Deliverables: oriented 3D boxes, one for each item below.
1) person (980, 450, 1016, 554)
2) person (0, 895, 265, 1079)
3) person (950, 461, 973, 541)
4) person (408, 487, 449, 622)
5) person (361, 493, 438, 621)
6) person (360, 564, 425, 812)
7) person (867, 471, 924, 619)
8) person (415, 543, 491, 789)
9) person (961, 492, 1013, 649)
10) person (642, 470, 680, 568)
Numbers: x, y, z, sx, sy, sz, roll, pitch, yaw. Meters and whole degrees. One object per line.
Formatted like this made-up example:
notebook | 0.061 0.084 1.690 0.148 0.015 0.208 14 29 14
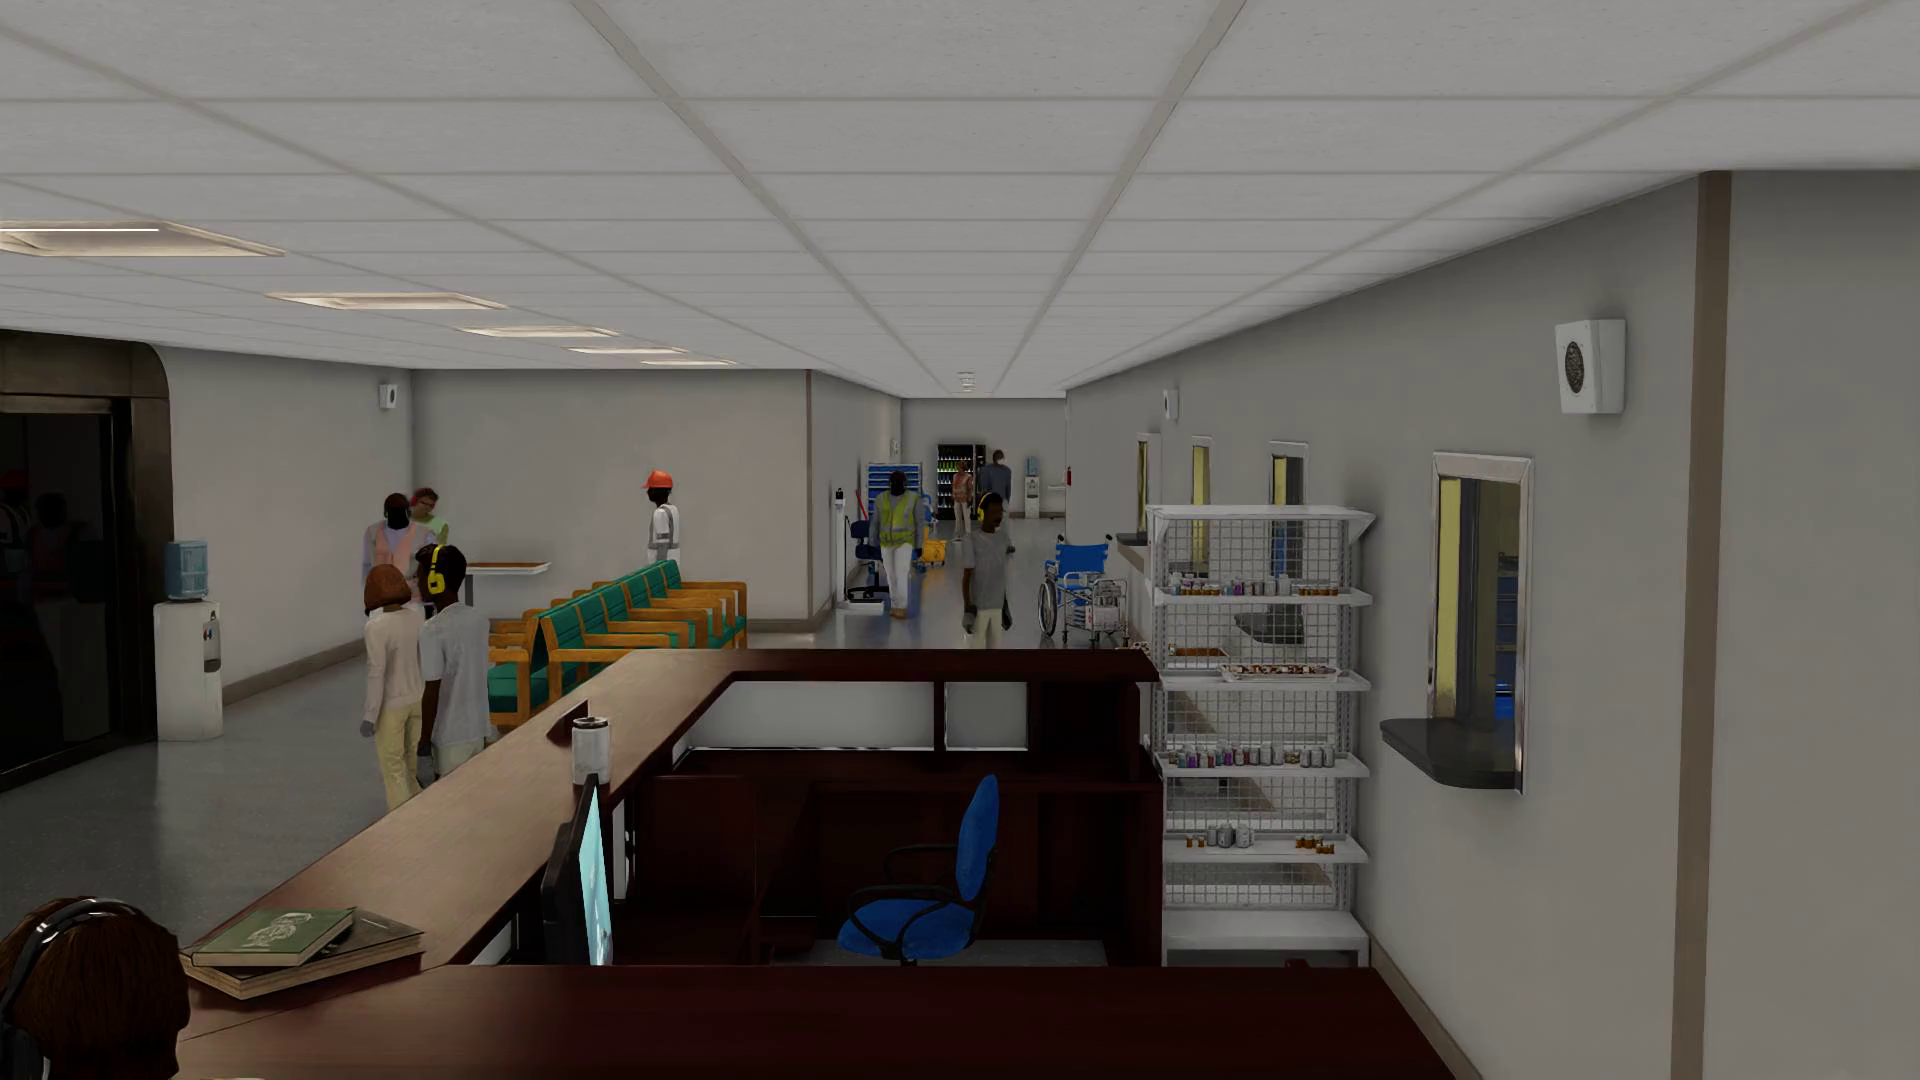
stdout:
person | 0.699 -0.691 30.354 0.645 1.903 0.899 -1 4 -19
person | -1.059 1.354 2.070 0.429 1.843 0.632 2 5 27
person | 0.038 -0.772 33.301 0.514 1.639 0.311 4 5 41
person | -5.180 0.389 15.937 0.611 1.802 0.435 1 4 16
person | -4.737 0.513 13.989 0.653 1.815 0.620 0 4 -4
person | -3.153 0.944 9.261 0.282 1.633 0.498 1 4 16
person | -0.805 0.063 20.349 0.641 1.815 0.687 1 4 19
person | -2.345 0.942 7.728 0.332 1.862 0.508 1 4 16
person | 0.216 0.550 13.188 0.310 1.864 0.533 4 6 43
person | -2.969 0.277 16.515 0.358 1.937 0.552 0 4 2
